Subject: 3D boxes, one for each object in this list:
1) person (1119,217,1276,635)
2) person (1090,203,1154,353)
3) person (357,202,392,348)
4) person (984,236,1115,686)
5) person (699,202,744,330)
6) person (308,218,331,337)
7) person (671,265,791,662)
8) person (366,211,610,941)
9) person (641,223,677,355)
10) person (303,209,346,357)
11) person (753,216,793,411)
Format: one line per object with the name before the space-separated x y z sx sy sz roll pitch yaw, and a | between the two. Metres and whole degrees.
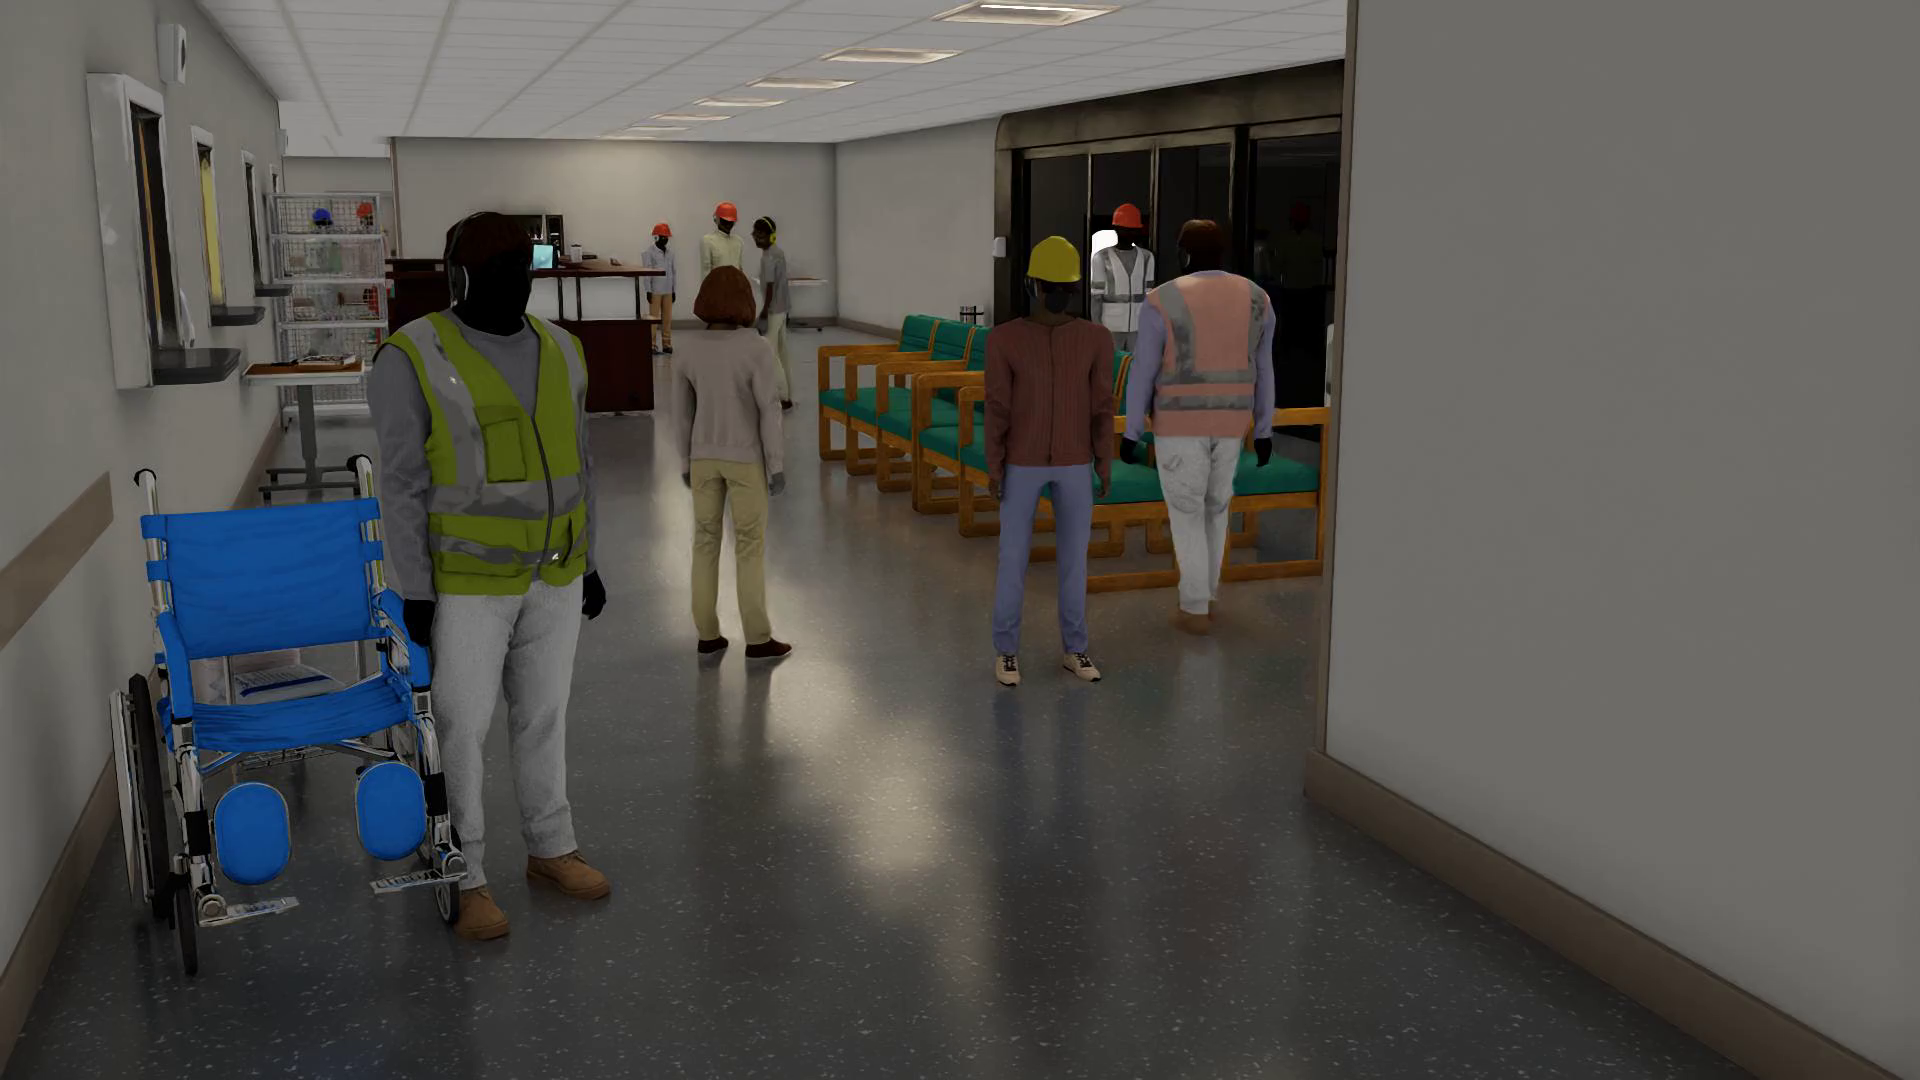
person | 1.022 -0.502 7.391 0.654 1.831 0.577 -4 12 -20
person | 1.310 -1.710 13.313 0.540 1.930 0.387 -3 12 -17
person | -7.088 -3.075 20.145 0.392 1.991 0.612 0 11 2
person | 0.351 -0.294 6.491 0.522 1.758 0.349 -2 11 -10
person | -2.586 -2.717 18.329 0.400 1.984 0.610 9 14 40
person | -9.729 -4.017 25.384 0.404 1.837 0.588 -4 12 -21
person | -0.950 -0.310 6.879 0.498 1.634 0.281 5 12 24
person | -1.179 0.085 4.323 0.429 1.844 0.624 9 14 39
person | -3.960 -3.330 22.094 0.352 1.743 0.564 8 13 35
person | -7.531 -2.954 19.711 0.681 1.918 0.494 8 13 34
person | -1.767 -2.143 15.808 0.339 1.833 0.684 1 11 4
